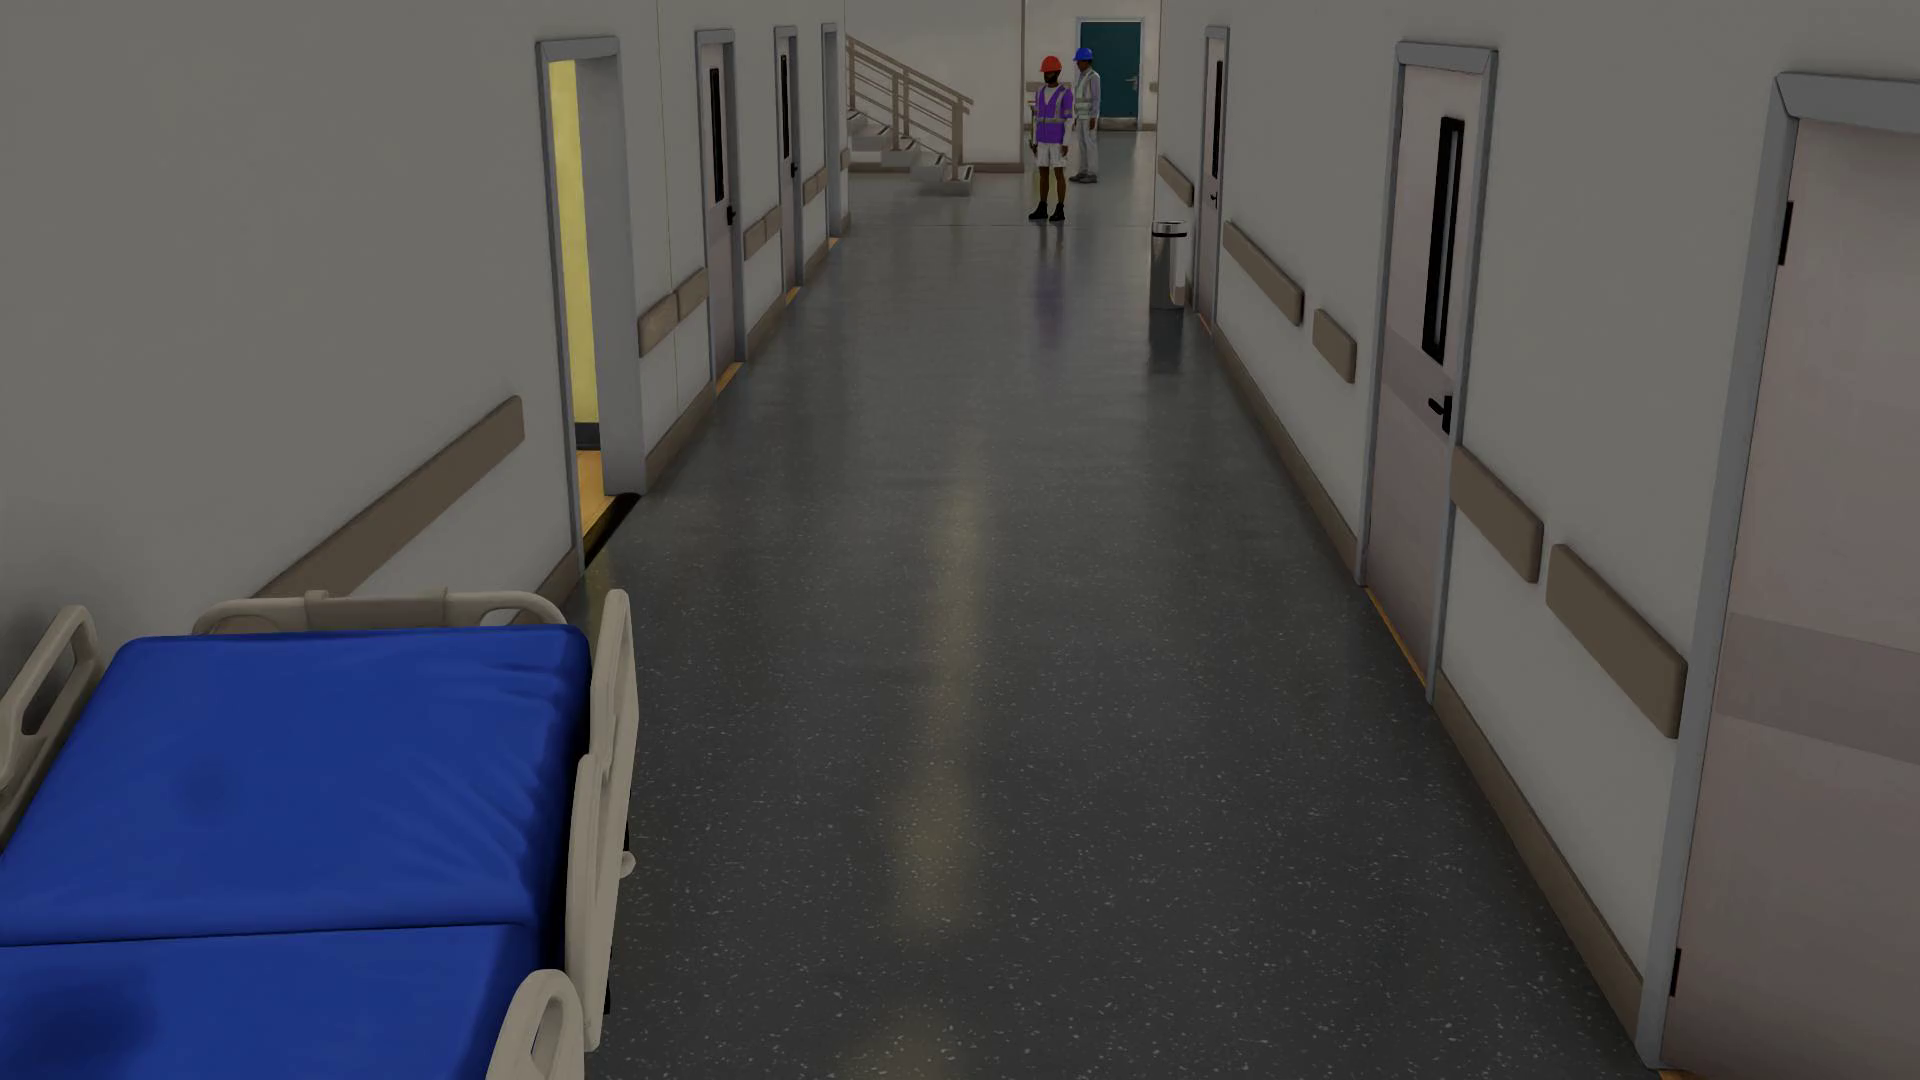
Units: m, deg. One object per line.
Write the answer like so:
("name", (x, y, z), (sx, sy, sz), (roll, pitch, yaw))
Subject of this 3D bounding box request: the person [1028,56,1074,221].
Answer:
("person", (1.092, -4.825, 20.026), (0.543, 1.938, 0.356), (13, 22, 36))

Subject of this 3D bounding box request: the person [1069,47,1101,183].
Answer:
("person", (1.841, -6.227, 24.418), (0.404, 1.943, 0.612), (-7, 19, -20))
